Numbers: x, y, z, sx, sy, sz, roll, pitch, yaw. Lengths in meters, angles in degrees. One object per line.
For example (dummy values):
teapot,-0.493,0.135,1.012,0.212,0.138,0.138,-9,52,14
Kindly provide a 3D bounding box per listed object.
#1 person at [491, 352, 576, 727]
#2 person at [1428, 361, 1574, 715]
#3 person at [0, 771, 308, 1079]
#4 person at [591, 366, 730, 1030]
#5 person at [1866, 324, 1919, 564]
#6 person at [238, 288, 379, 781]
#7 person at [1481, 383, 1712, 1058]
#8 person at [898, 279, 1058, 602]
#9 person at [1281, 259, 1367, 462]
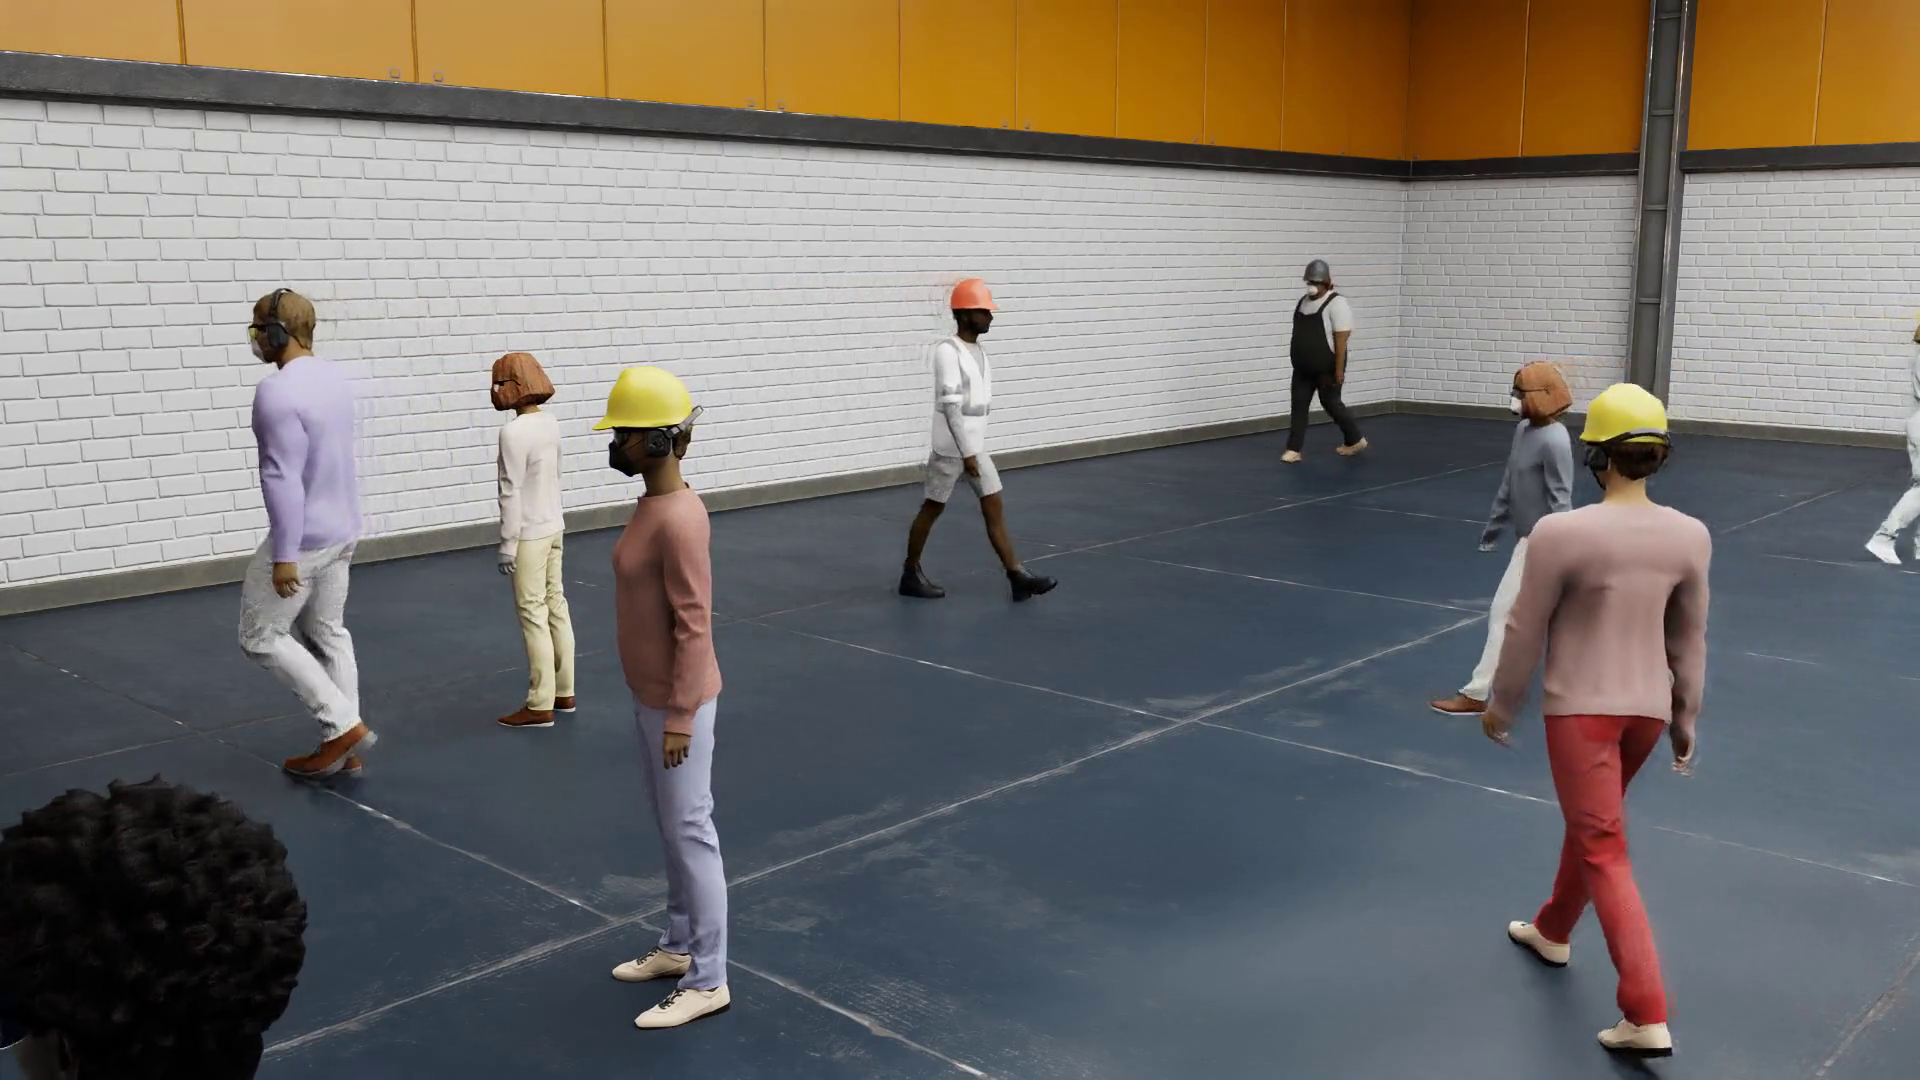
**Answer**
person,-1.873,-0.001,7.268,0.270,1.627,0.503,2,10,9
person,2.575,-0.002,7.388,0.865,1.591,0.510,1,10,5
person,-0.570,1.012,1.324,0.321,1.689,0.531,4,11,20
person,-0.805,0.419,4.475,0.311,1.768,0.533,-4,11,-20
person,6.356,-0.688,10.947,0.494,1.759,0.492,4,11,22
person,-2.524,0.006,6.374,0.439,1.922,0.657,0,10,2
person,1.729,0.446,4.439,0.523,1.726,0.898,-3,10,-16
person,0.058,-0.559,9.691,1.006,1.891,0.545,6,11,29
person,3.578,-1.789,16.266,0.931,2.000,0.717,-7,12,-35
